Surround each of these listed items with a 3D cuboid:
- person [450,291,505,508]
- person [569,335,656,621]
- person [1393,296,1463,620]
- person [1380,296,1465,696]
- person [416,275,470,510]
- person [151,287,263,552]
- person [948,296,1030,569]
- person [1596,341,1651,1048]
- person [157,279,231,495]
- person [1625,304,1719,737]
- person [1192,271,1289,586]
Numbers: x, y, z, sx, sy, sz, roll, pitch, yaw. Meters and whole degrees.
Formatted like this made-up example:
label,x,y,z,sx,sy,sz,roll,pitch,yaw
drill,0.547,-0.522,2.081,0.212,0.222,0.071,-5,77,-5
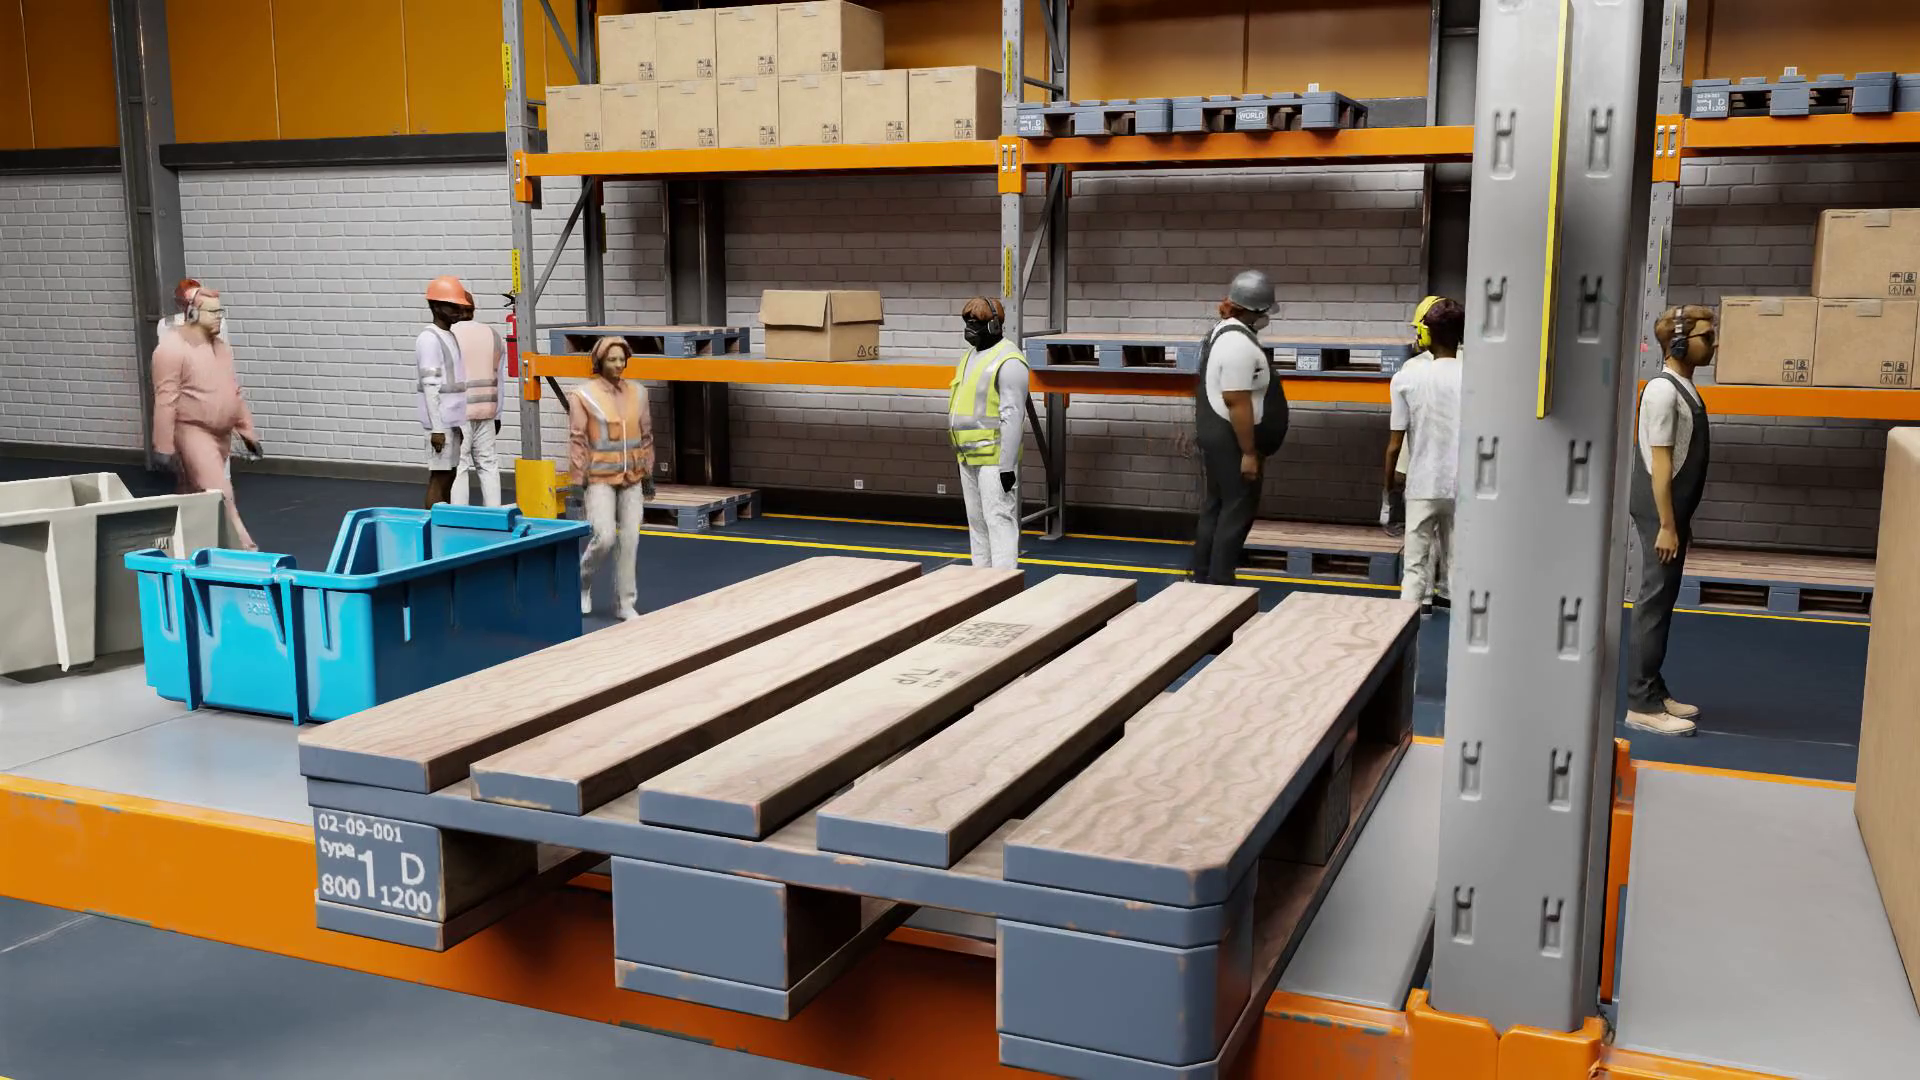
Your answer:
label,x,y,z,sx,sy,sz,roll,pitch,yaw
person,-3.592,-0.895,12.071,0.429,1.836,0.628,8,12,38
person,-1.953,-0.331,9.313,0.516,1.626,0.402,-9,13,-44
person,2.679,-0.463,9.467,0.592,1.833,0.404,-6,11,-33
person,2.222,-0.186,7.719,0.526,1.868,0.350,1,10,8
person,-3.444,-0.802,11.195,0.374,1.933,0.549,0,9,-3
person,-4.580,-0.621,10.312,0.978,1.856,0.666,1,10,7
person,0.150,-0.466,9.496,0.429,1.837,0.624,-5,10,-25
person,1.374,0.334,4.162,0.870,2.016,0.617,6,11,30
person,-6.522,-1.282,14.225,0.574,1.883,0.355,-6,11,-34
person,3.079,-0.089,7.192,0.345,1.847,0.508,5,11,28
person,1.643,-0.626,9.820,0.536,2.000,0.900,-1,9,-3
